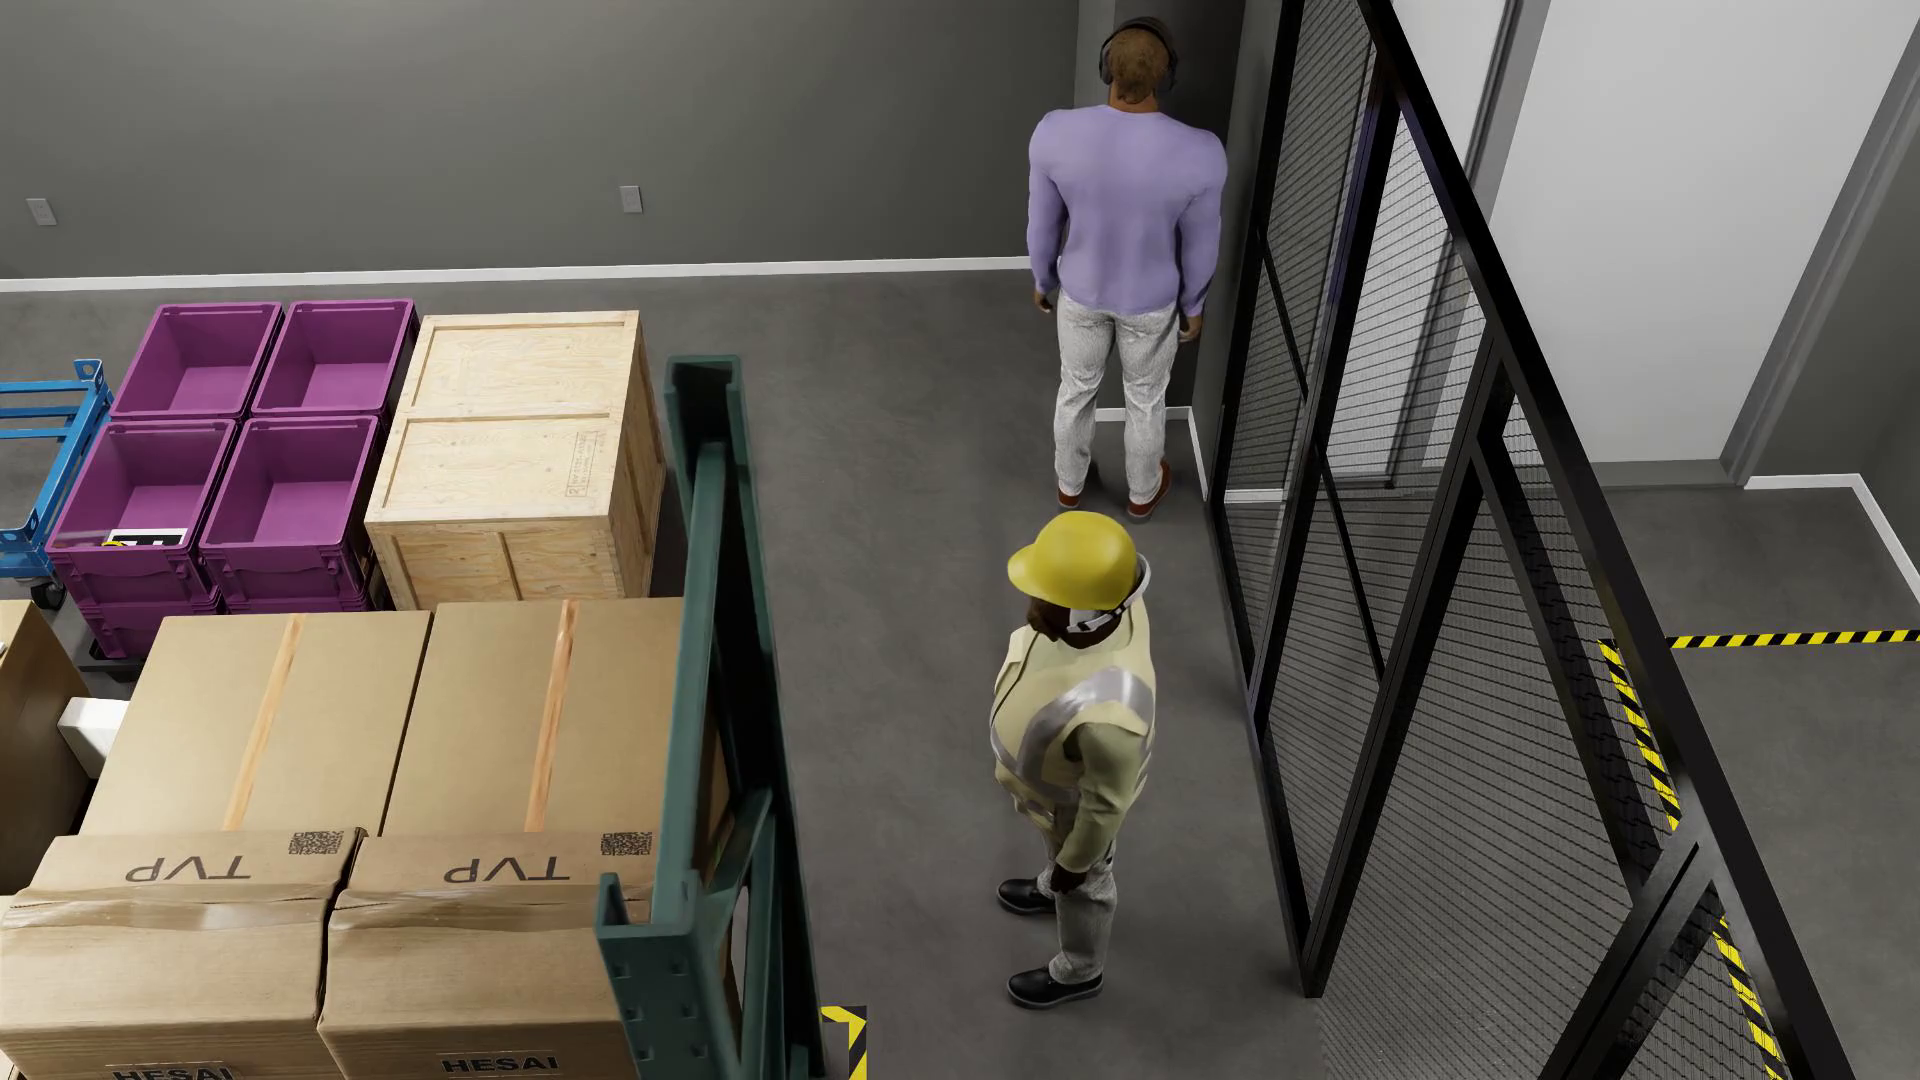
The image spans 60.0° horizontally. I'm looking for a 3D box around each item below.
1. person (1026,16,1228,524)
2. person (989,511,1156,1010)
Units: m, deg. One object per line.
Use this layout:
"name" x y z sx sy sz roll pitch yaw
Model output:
"person" 0.527 -0.838 5.556 0.629 1.940 0.376 11 47 11
"person" 0.275 0.590 4.265 0.403 1.835 0.586 -1 46 -1
